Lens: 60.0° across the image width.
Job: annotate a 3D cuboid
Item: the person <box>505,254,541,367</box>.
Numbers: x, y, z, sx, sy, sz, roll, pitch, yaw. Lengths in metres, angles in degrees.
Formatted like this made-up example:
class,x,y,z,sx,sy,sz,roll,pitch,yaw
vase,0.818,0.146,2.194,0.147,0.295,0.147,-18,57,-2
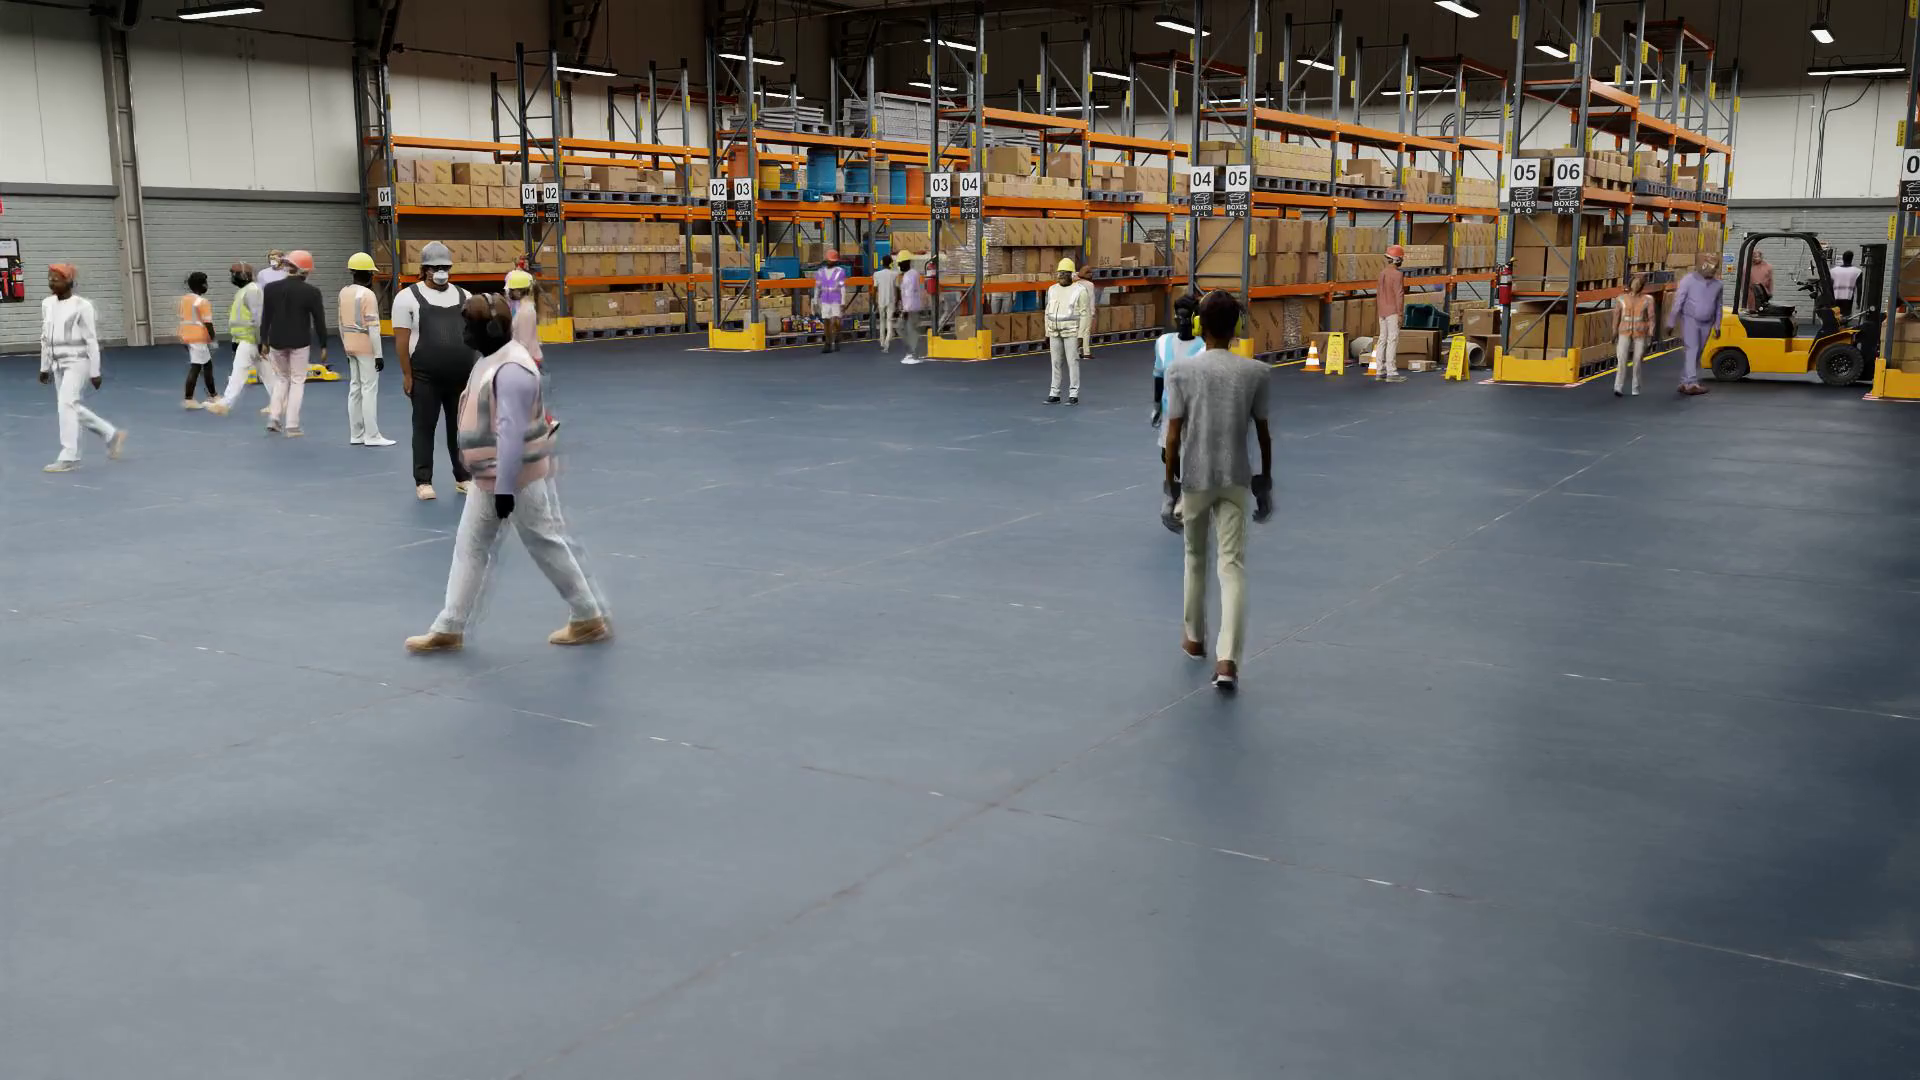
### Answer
class,x,y,z,sx,sy,sz,roll,pitch,yaw
person,-7.148,-3.712,27.034,0.564,1.842,0.392,6,12,29

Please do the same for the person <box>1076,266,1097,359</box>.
class,x,y,z,sx,sy,sz,roll,pitch,yaw
person,2.189,-3.988,29.165,0.269,1.632,0.509,-8,13,-37

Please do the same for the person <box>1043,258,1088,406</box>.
class,x,y,z,sx,sy,sz,roll,pitch,yaw
person,1.305,-2.597,20.808,0.590,1.837,0.404,7,12,34

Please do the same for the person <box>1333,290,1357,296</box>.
class,x,y,z,sx,sy,sz,roll,pitch,yaw
person,8.415,-5.268,36.355,0.508,1.628,0.319,2,10,11

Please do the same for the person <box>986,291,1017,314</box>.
class,x,y,z,sx,sy,sz,roll,pitch,yaw
person,0.825,-4.818,33.001,0.633,1.932,0.372,0,10,1

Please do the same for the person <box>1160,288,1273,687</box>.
class,x,y,z,sx,sy,sz,roll,pitch,yaw
person,1.207,-0.254,7.753,0.541,1.825,0.989,0,10,2

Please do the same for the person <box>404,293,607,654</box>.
class,x,y,z,sx,sy,sz,roll,pitch,yaw
person,-2.241,-0.324,8.242,0.976,1.788,0.636,-6,12,-28

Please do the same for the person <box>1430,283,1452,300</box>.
class,x,y,z,sx,sy,sz,roll,pitch,yaw
person,12.101,-6.356,41.802,0.596,1.876,0.969,1,10,7

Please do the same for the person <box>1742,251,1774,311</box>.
class,x,y,z,sx,sy,sz,roll,pitch,yaw
person,17.734,-5.494,36.985,0.664,1.849,0.986,4,11,19

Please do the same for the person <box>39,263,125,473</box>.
class,x,y,z,sx,sy,sz,roll,pitch,yaw
person,-7.935,-1.562,14.962,0.575,1.855,0.824,5,11,28

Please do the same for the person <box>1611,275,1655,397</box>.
class,x,y,z,sx,sy,sz,roll,pitch,yaw
person,8.887,-2.684,21.967,0.539,1.596,0.781,5,11,26

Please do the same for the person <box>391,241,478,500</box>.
class,x,y,z,sx,sy,sz,roll,pitch,yaw
person,-4.114,-1.351,13.256,0.684,2.000,0.538,-9,13,-40

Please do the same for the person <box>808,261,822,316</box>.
class,x,y,z,sx,sy,sz,roll,pitch,yaw
person,-3.075,-5.219,36.067,0.504,1.632,0.278,4,11,22

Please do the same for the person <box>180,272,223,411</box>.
class,x,y,z,sx,sy,sz,roll,pitch,yaw
person,-9.199,-2.427,20.296,0.546,1.663,0.766,9,13,40

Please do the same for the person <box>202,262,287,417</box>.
class,x,y,z,sx,sy,sz,roll,pitch,yaw
person,-8.420,-2.342,19.501,0.956,1.790,0.656,-5,11,-28

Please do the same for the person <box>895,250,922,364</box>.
class,x,y,z,sx,sy,sz,roll,pitch,yaw
person,-0.864,-3.891,27.863,0.453,1.903,0.581,-3,11,-17

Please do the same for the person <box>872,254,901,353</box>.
class,x,y,z,sx,sy,sz,roll,pitch,yaw
person,-1.370,-4.392,30.927,0.533,1.832,0.901,0,10,0

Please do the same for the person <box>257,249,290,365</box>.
class,x,y,z,sx,sy,sz,roll,pitch,yaw
person,-10.306,-3.436,25.220,0.638,1.938,0.357,-1,10,-7

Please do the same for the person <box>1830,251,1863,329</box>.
class,x,y,z,sx,sy,sz,roll,pitch,yaw
person,17.225,-4.691,32.421,0.601,1.892,0.876,8,13,36

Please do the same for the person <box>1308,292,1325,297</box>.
class,x,y,z,sx,sy,sz,roll,pitch,yaw
person,7.760,-5.348,36.113,0.550,1.878,1.016,-1,10,-8

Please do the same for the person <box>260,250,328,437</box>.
class,x,y,z,sx,sy,sz,roll,pitch,yaw
person,-7.006,-2.069,17.539,0.635,1.946,0.540,0,10,0

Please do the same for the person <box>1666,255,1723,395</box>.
class,x,y,z,sx,sy,sz,roll,pitch,yaw
person,9.885,-2.853,22.175,0.718,1.859,0.854,-2,10,-12

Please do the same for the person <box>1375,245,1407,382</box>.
class,x,y,z,sx,sy,sz,roll,pitch,yaw
person,6.337,-3.320,24.412,0.377,1.995,0.608,-3,11,-16

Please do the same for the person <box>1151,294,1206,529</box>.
class,x,y,z,sx,sy,sz,roll,pitch,yaw
person,1.675,-0.930,11.914,0.546,1.672,0.571,8,13,38

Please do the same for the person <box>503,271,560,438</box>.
class,x,y,z,sx,sy,sz,roll,pitch,yaw
person,-4.263,-1.772,16.399,0.414,1.751,0.552,-3,11,-17

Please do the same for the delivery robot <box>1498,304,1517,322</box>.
class,x,y,z,sx,sy,sz,roll,pitch,yaw
delivery robot,13.105,-5.487,40.321,0.707,0.478,0.477,-1,10,-6

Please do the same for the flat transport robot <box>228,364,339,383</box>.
class,x,y,z,sx,sy,sz,roll,pitch,yaw
flat transport robot,-9.896,-2.441,24.320,1.431,0.197,0.652,-6,12,-30

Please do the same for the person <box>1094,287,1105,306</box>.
class,x,y,z,sx,sy,sz,roll,pitch,yaw
person,3.382,-6.350,42.081,0.523,1.746,0.514,5,11,28

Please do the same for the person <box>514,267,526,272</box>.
class,x,y,z,sx,sy,sz,roll,pitch,yaw
person,-7.941,-4.159,30.124,0.507,1.632,0.277,4,11,21

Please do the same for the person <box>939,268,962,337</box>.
class,x,y,z,sx,sy,sz,roll,pitch,yaw
person,-0.212,-5.069,34.738,0.599,1.810,0.779,9,14,43

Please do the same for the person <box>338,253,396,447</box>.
class,x,y,z,sx,sy,sz,roll,pitch,yaw
person,-5.951,-1.896,16.625,0.594,1.926,0.367,8,13,38

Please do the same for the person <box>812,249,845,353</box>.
class,x,y,z,sx,sy,sz,roll,pitch,yaw
person,-2.417,-4.392,30.645,0.593,1.914,0.415,3,11,17

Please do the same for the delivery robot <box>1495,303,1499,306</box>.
class,x,y,z,sx,sy,sz,roll,pitch,yaw
delivery robot,13.198,-5.588,40.887,0.477,0.478,0.707,-2,10,-11
